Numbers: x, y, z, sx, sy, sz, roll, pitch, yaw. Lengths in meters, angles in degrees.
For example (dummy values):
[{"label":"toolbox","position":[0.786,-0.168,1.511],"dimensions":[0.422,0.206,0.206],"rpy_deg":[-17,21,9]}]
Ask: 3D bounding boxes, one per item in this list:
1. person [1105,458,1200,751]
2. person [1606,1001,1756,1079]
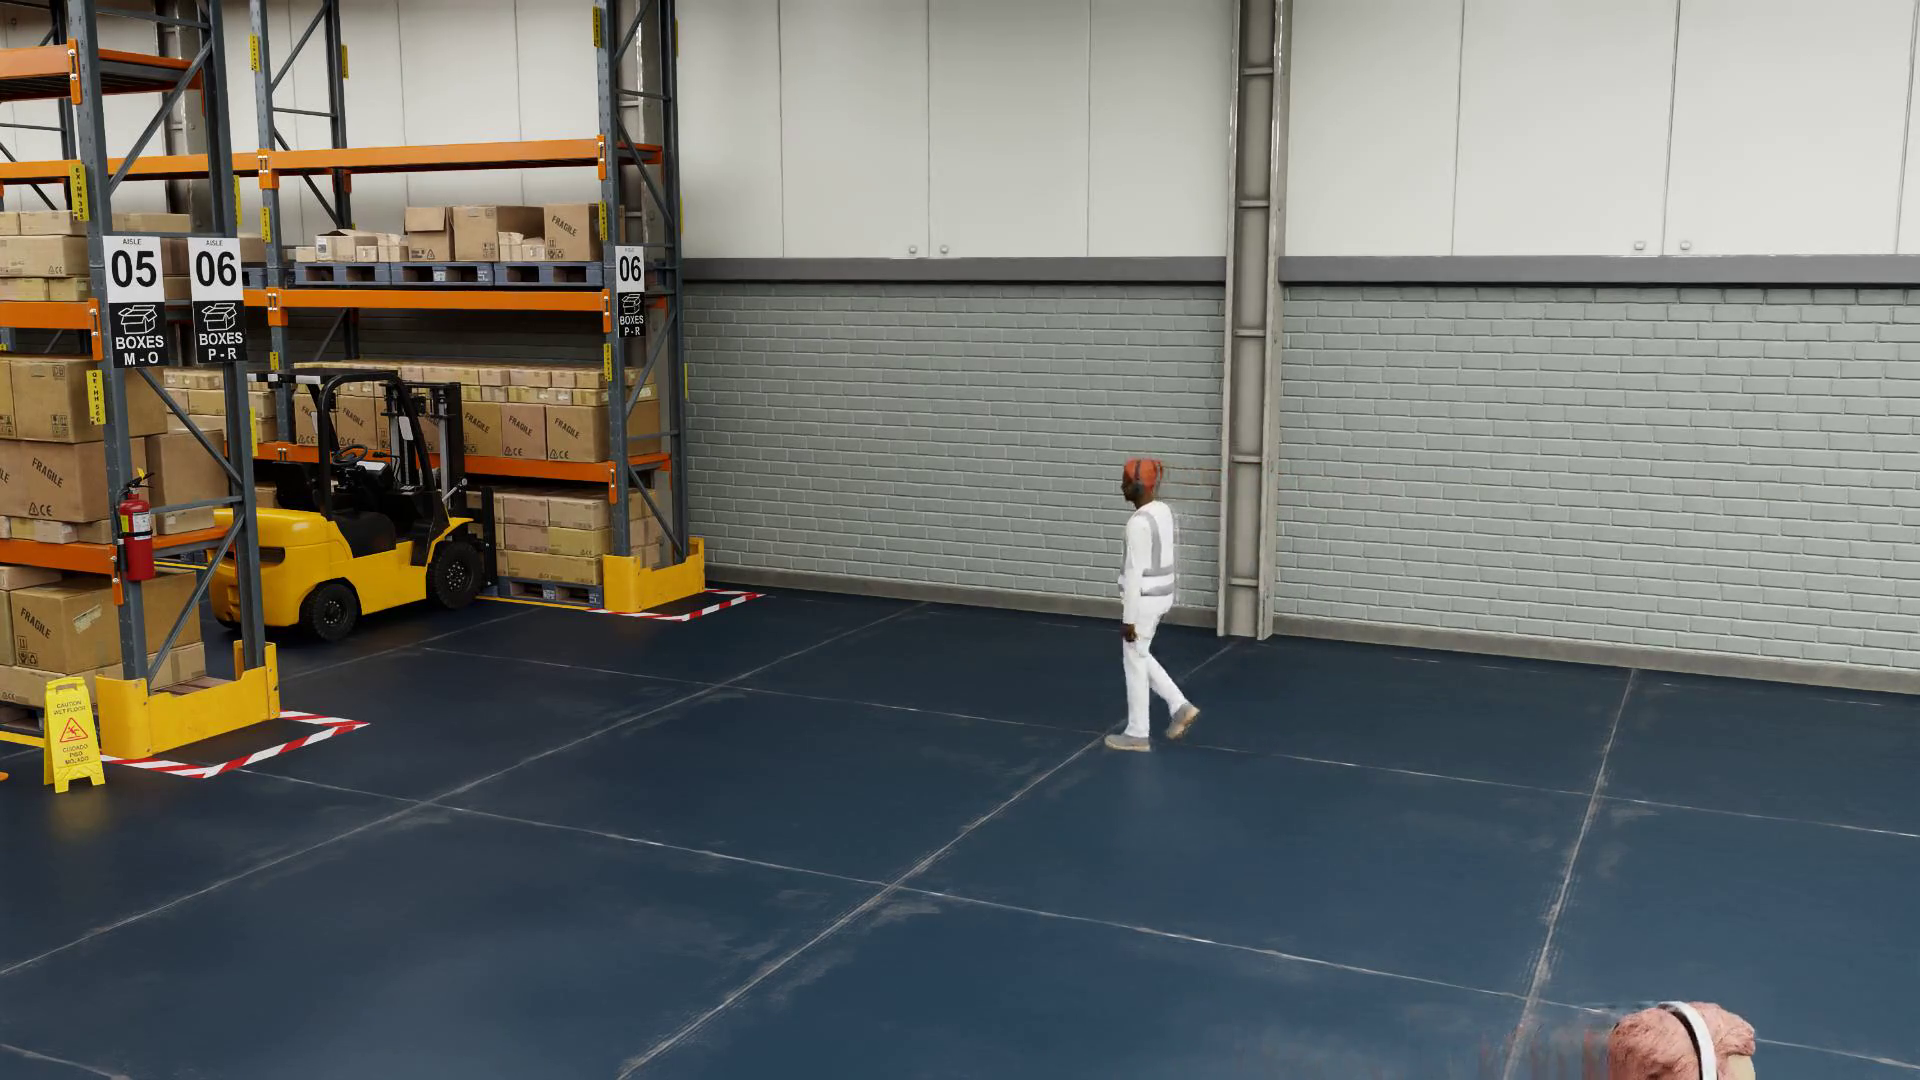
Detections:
[{"label":"person","position":[1.186,0.415,10.396],"dimensions":[0.487,1.869,0.604],"rpy_deg":[4,10,26]},{"label":"person","position":[1.110,1.662,2.721],"dimensions":[0.426,1.889,0.650],"rpy_deg":[0,9,2]}]
